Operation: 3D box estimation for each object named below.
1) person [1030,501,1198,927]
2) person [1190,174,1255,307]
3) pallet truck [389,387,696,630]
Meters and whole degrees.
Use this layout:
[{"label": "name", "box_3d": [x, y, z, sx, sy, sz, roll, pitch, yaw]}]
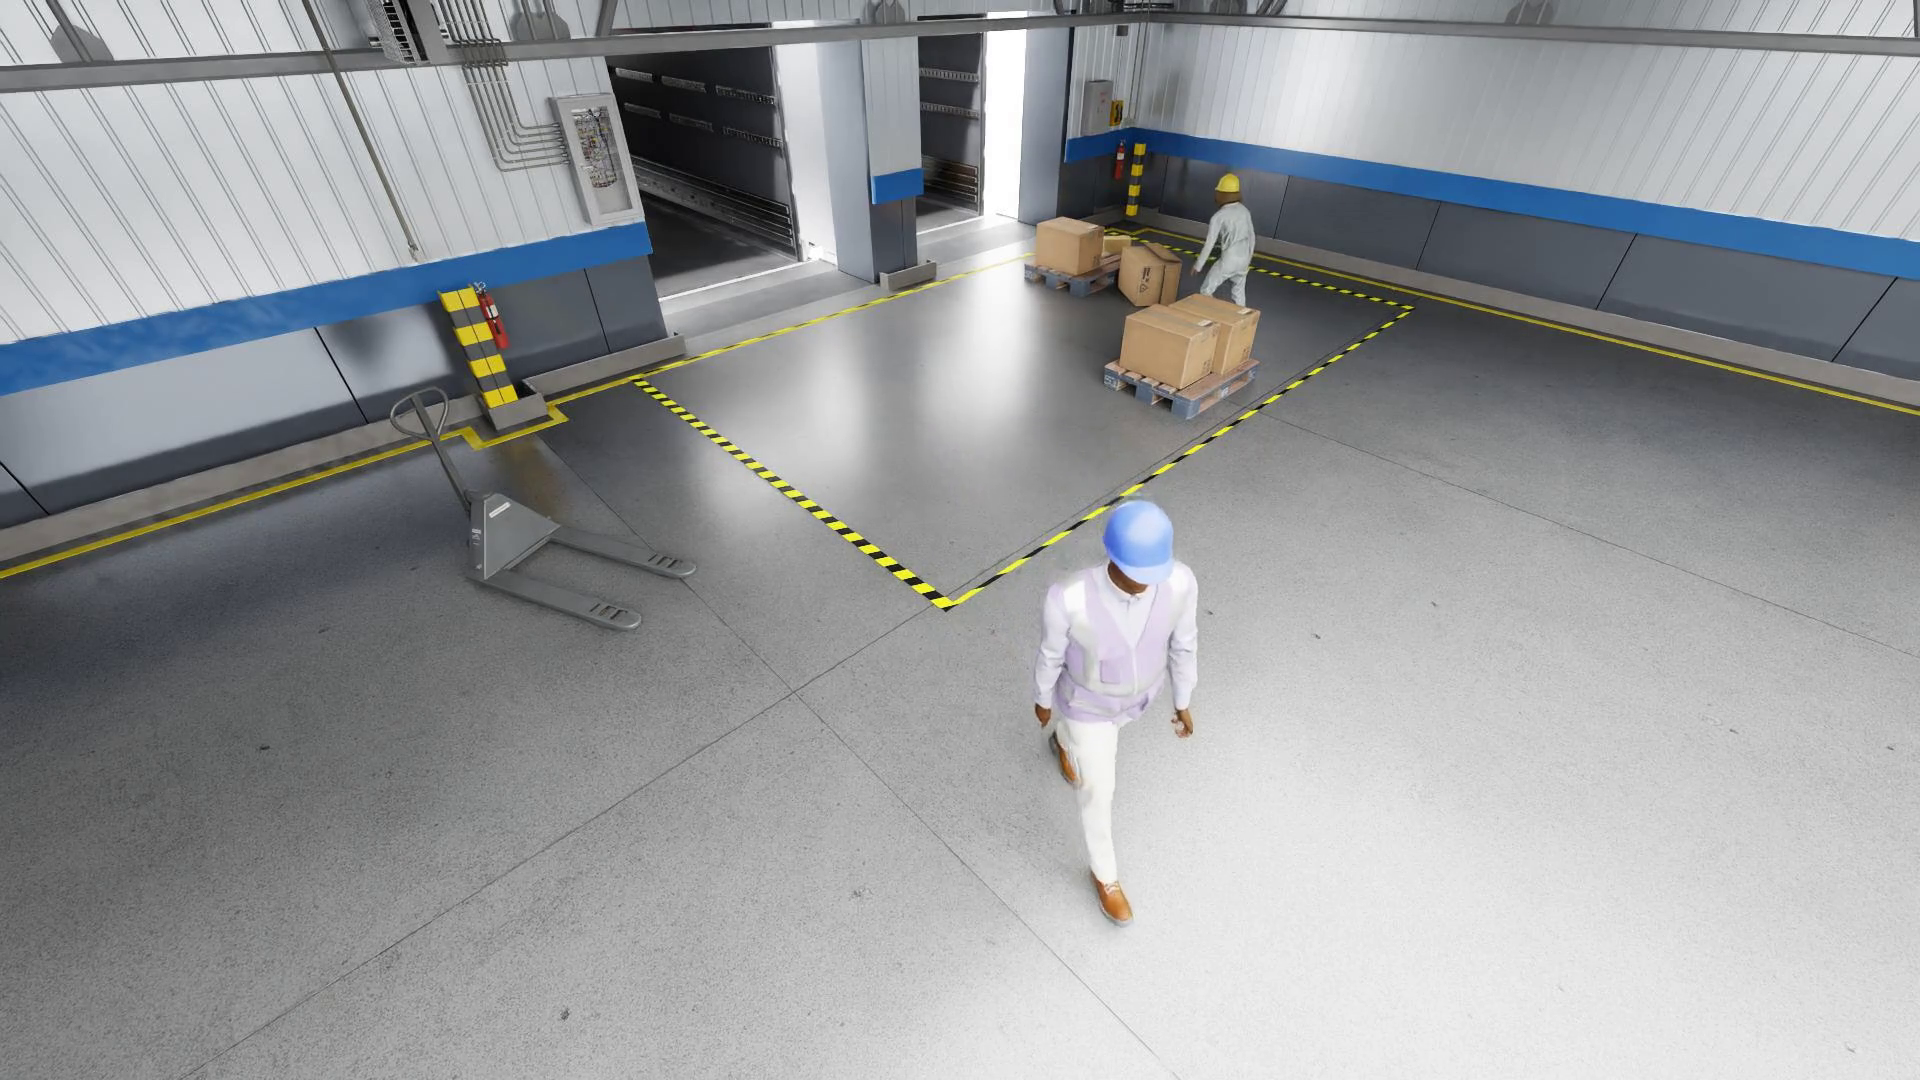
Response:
[{"label": "person", "box_3d": [0.611, 0.624, 2.938, 0.606, 1.895, 1.006, -12, 39, -15]}, {"label": "person", "box_3d": [2.827, -2.945, 7.763, 0.653, 1.652, 0.575, -16, 40, -20]}, {"label": "pallet truck", "box_3d": [-2.613, -0.247, 4.593, 1.601, 1.201, 0.680, 14, 40, 17]}]
